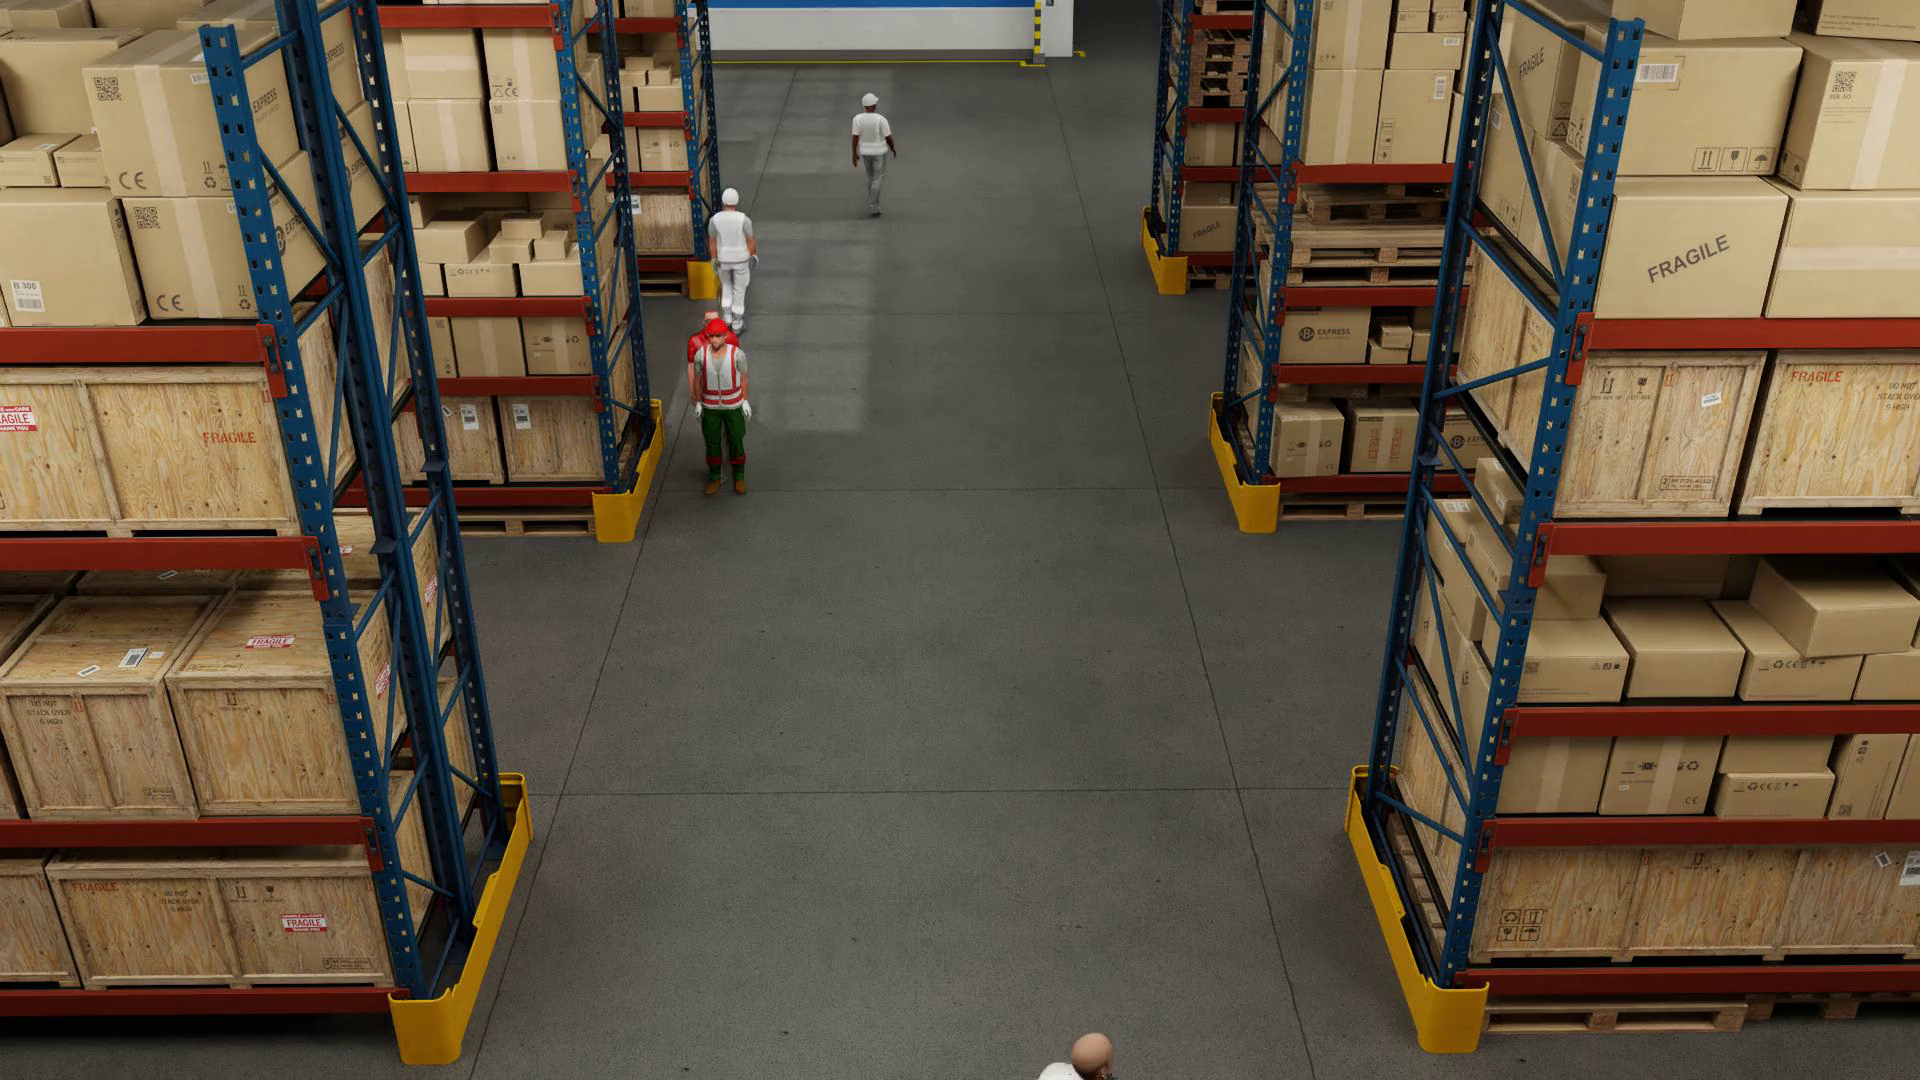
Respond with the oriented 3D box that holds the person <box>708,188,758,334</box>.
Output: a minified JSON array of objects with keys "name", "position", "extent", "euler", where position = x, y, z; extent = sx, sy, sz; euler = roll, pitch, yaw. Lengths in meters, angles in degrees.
[{"name":"person","position":[-2.733,-3.401,20.185],"extent":[0.528,1.809,0.495],"euler":[4,29,7]}]

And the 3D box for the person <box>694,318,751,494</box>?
[{"name":"person","position":[-2.330,-1.309,16.314],"extent":[0.550,1.795,0.365],"euler":[-1,28,-2]}]

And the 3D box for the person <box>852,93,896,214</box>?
[{"name":"person","position":[-1.243,-5.773,24.654],"extent":[0.594,1.741,0.890],"euler":[9,30,16]}]

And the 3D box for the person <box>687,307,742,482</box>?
[{"name":"person","position":[-2.436,-1.489,16.736],"extent":[0.558,1.746,0.679],"euler":[-10,30,-18]}]

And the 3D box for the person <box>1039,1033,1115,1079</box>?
[{"name":"person","position":[0.606,3.091,8.126],"extent":[0.585,1.778,0.775],"euler":[20,34,33]}]
